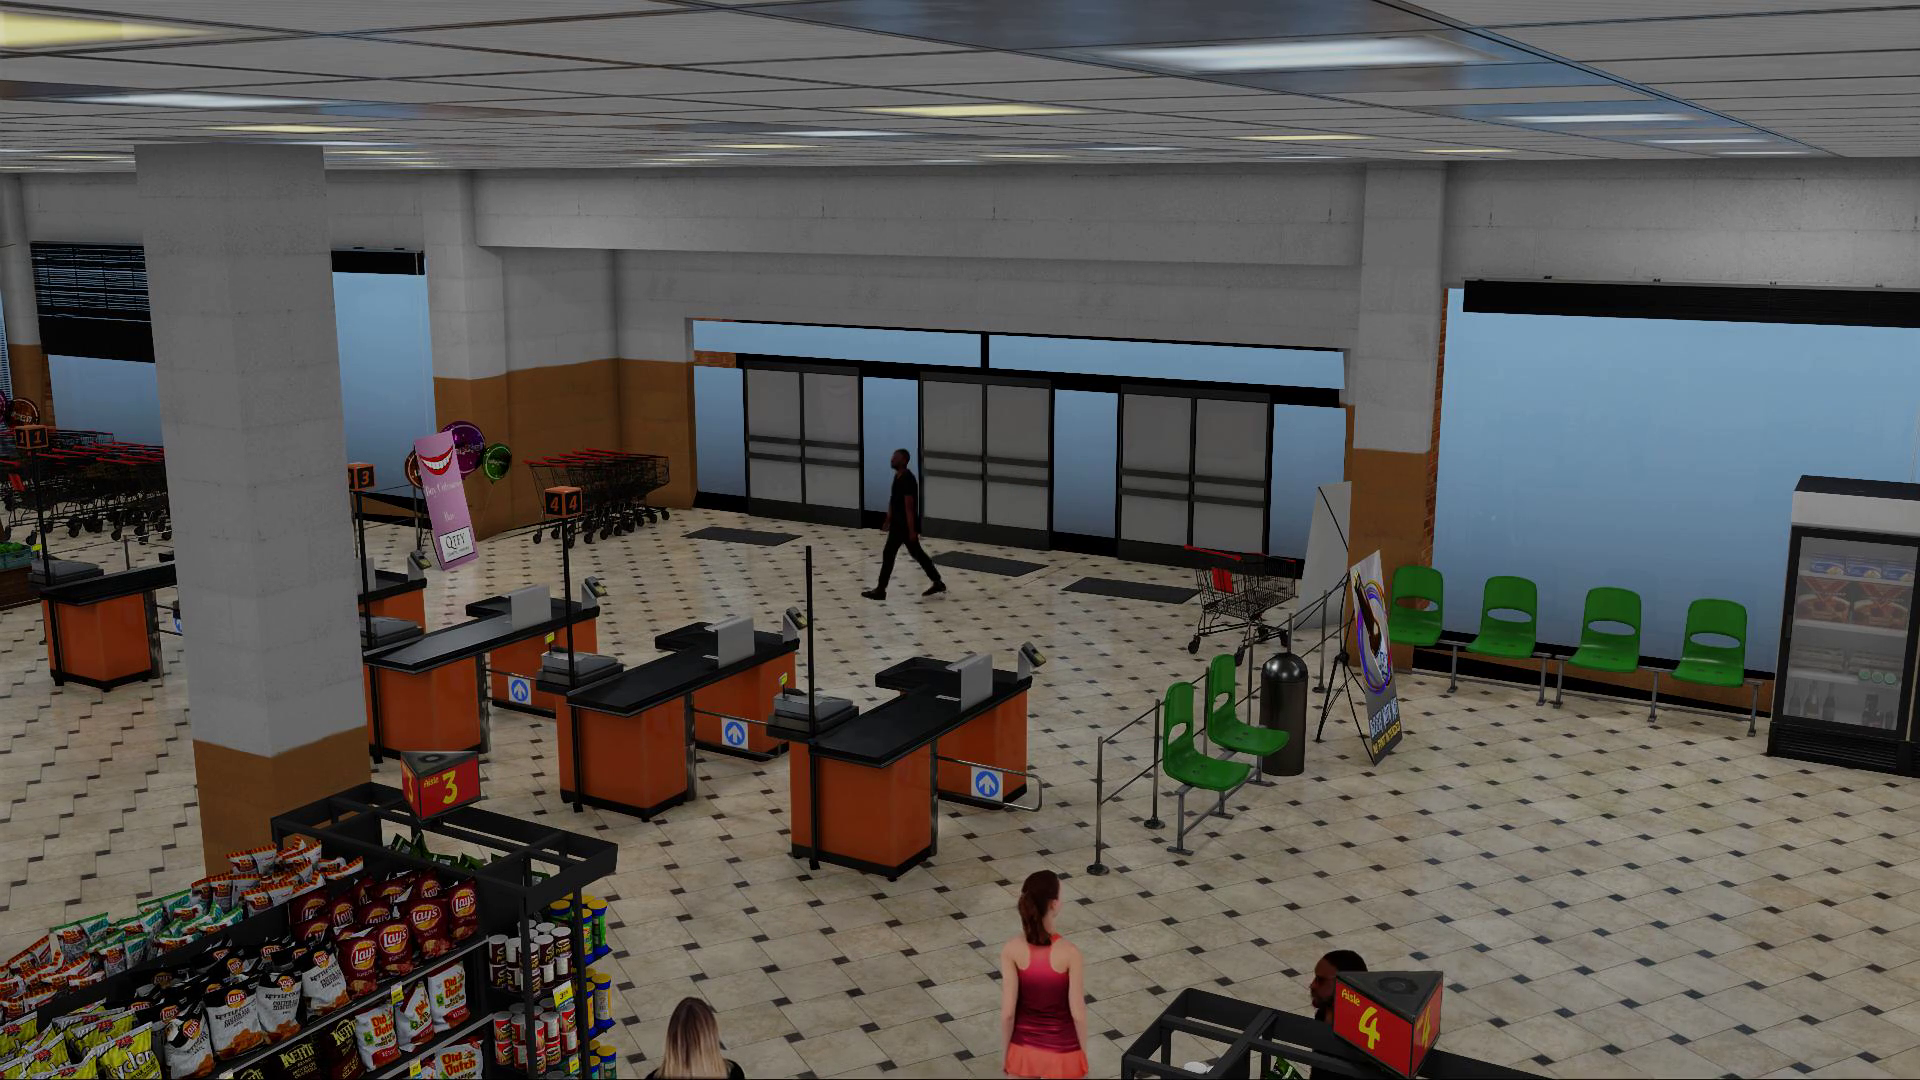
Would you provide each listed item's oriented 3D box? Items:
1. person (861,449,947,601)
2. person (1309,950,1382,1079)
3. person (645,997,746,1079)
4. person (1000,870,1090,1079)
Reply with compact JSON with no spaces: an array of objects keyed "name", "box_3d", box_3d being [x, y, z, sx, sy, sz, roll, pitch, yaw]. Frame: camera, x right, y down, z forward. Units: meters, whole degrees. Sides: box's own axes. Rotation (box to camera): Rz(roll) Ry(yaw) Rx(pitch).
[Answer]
[{"name":"person","box_3d":[-0.548,-0.148,19.361,1.207,1.768,1.265,-1,12,-7]},{"name":"person","box_3d":[1.605,2.505,6.702,0.991,1.792,0.943,-2,12,-10]},{"name":"person","box_3d":[-1.030,2.596,6.531,0.682,1.685,0.752,-4,12,-17]},{"name":"person","box_3d":[0.381,2.344,7.575,0.631,1.749,0.626,3,12,12]}]
